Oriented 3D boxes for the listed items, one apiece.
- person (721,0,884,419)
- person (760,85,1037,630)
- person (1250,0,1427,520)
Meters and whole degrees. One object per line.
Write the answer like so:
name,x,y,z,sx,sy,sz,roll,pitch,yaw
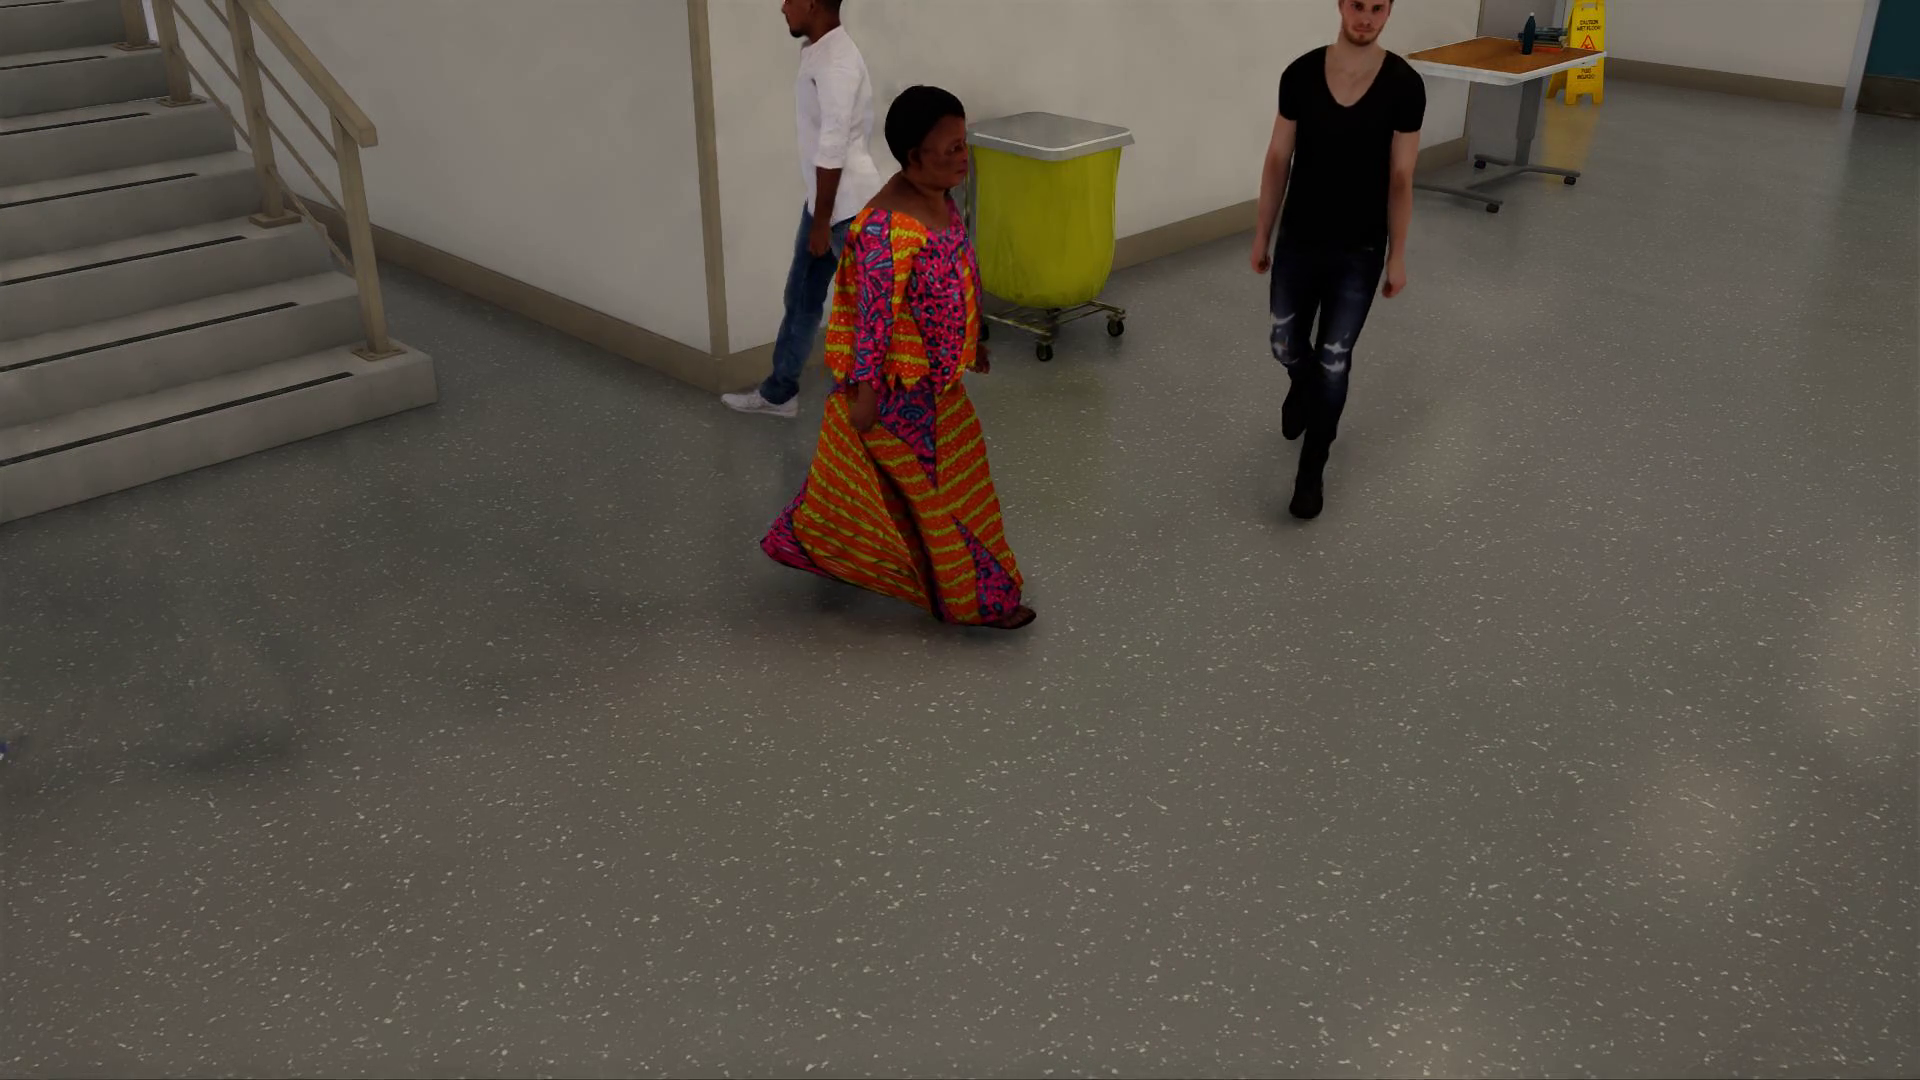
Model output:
person,-0.368,-1.289,6.385,1.115,1.759,1.204,-7,27,-13
person,-0.218,-0.531,4.916,1.251,1.670,1.103,2,26,5
person,1.295,-1.044,5.746,1.076,1.873,0.991,14,29,27
